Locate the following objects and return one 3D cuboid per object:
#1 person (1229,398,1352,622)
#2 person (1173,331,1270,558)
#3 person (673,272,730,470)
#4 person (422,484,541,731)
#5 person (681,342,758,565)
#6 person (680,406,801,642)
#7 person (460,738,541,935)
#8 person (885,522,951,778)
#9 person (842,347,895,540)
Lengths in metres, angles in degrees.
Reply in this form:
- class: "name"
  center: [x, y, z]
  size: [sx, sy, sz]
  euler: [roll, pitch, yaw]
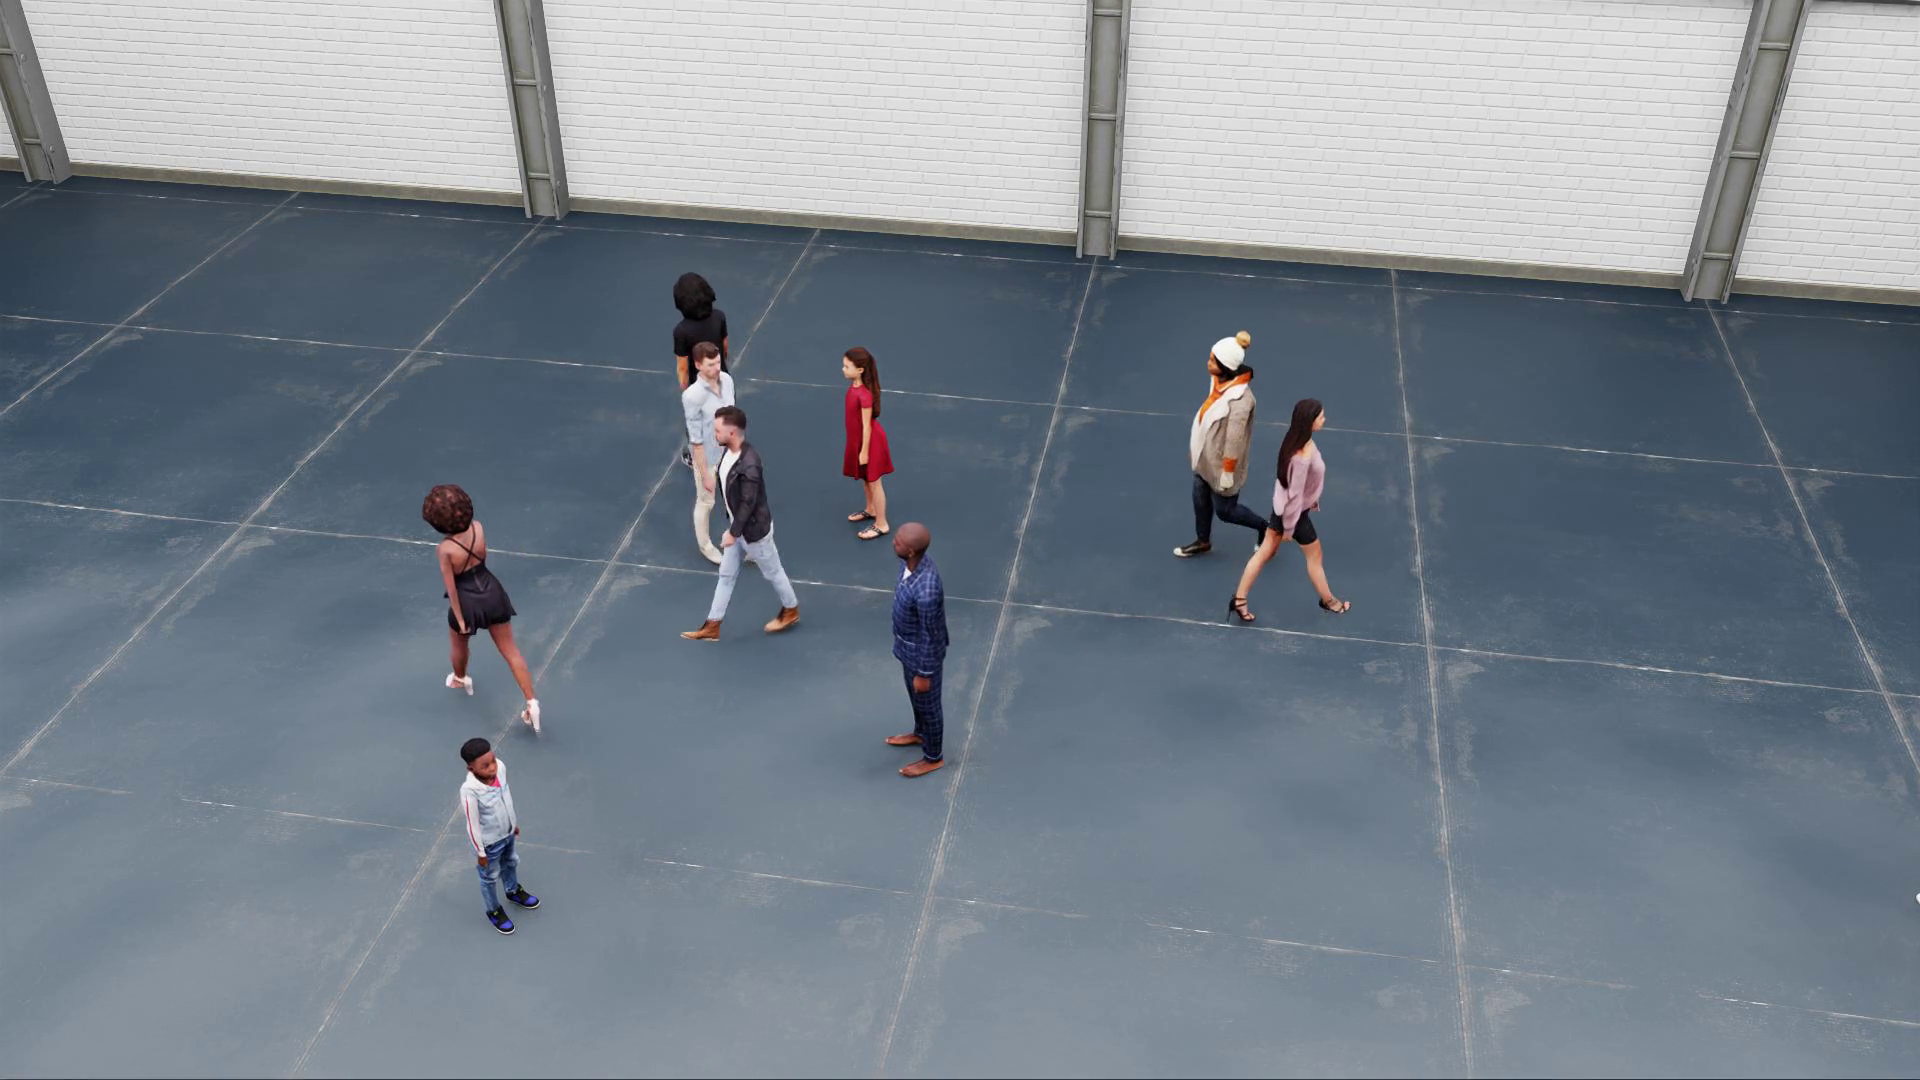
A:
- class: "person"
  center: [2.169, -0.147, 11.401]
  size: [1.150, 1.756, 0.770]
  euler: [-1, 34, -1]
- class: "person"
  center: [2.002, -0.641, 12.041]
  size: [1.102, 1.871, 0.929]
  euler: [-7, 34, -10]
- class: "person"
  center: [-1.922, -1.200, 12.945]
  size: [1.122, 1.802, 1.155]
  euler: [-19, 38, -26]
- class: "person"
  center: [-2.978, 0.468, 10.494]
  size: [1.174, 1.736, 0.932]
  euler: [25, 41, 32]
- class: "person"
  center: [-1.840, -0.638, 12.077]
  size: [1.030, 1.827, 0.907]
  euler: [24, 40, 31]
- class: "person"
  center: [-1.337, -0.097, 11.292]
  size: [1.190, 1.794, 1.077]
  euler: [-17, 37, -24]
- class: "person"
  center: [-2.592, 1.598, 9.225]
  size: [0.571, 1.260, 0.540]
  euler: [17, 37, 24]
- class: "person"
  center: [-0.244, 0.641, 10.161]
  size: [0.750, 1.817, 0.749]
  euler: [-9, 35, -13]
- class: "person"
  center: [-0.700, -0.752, 12.499]
  size: [0.733, 1.548, 0.678]
  euler: [-12, 35, -17]
